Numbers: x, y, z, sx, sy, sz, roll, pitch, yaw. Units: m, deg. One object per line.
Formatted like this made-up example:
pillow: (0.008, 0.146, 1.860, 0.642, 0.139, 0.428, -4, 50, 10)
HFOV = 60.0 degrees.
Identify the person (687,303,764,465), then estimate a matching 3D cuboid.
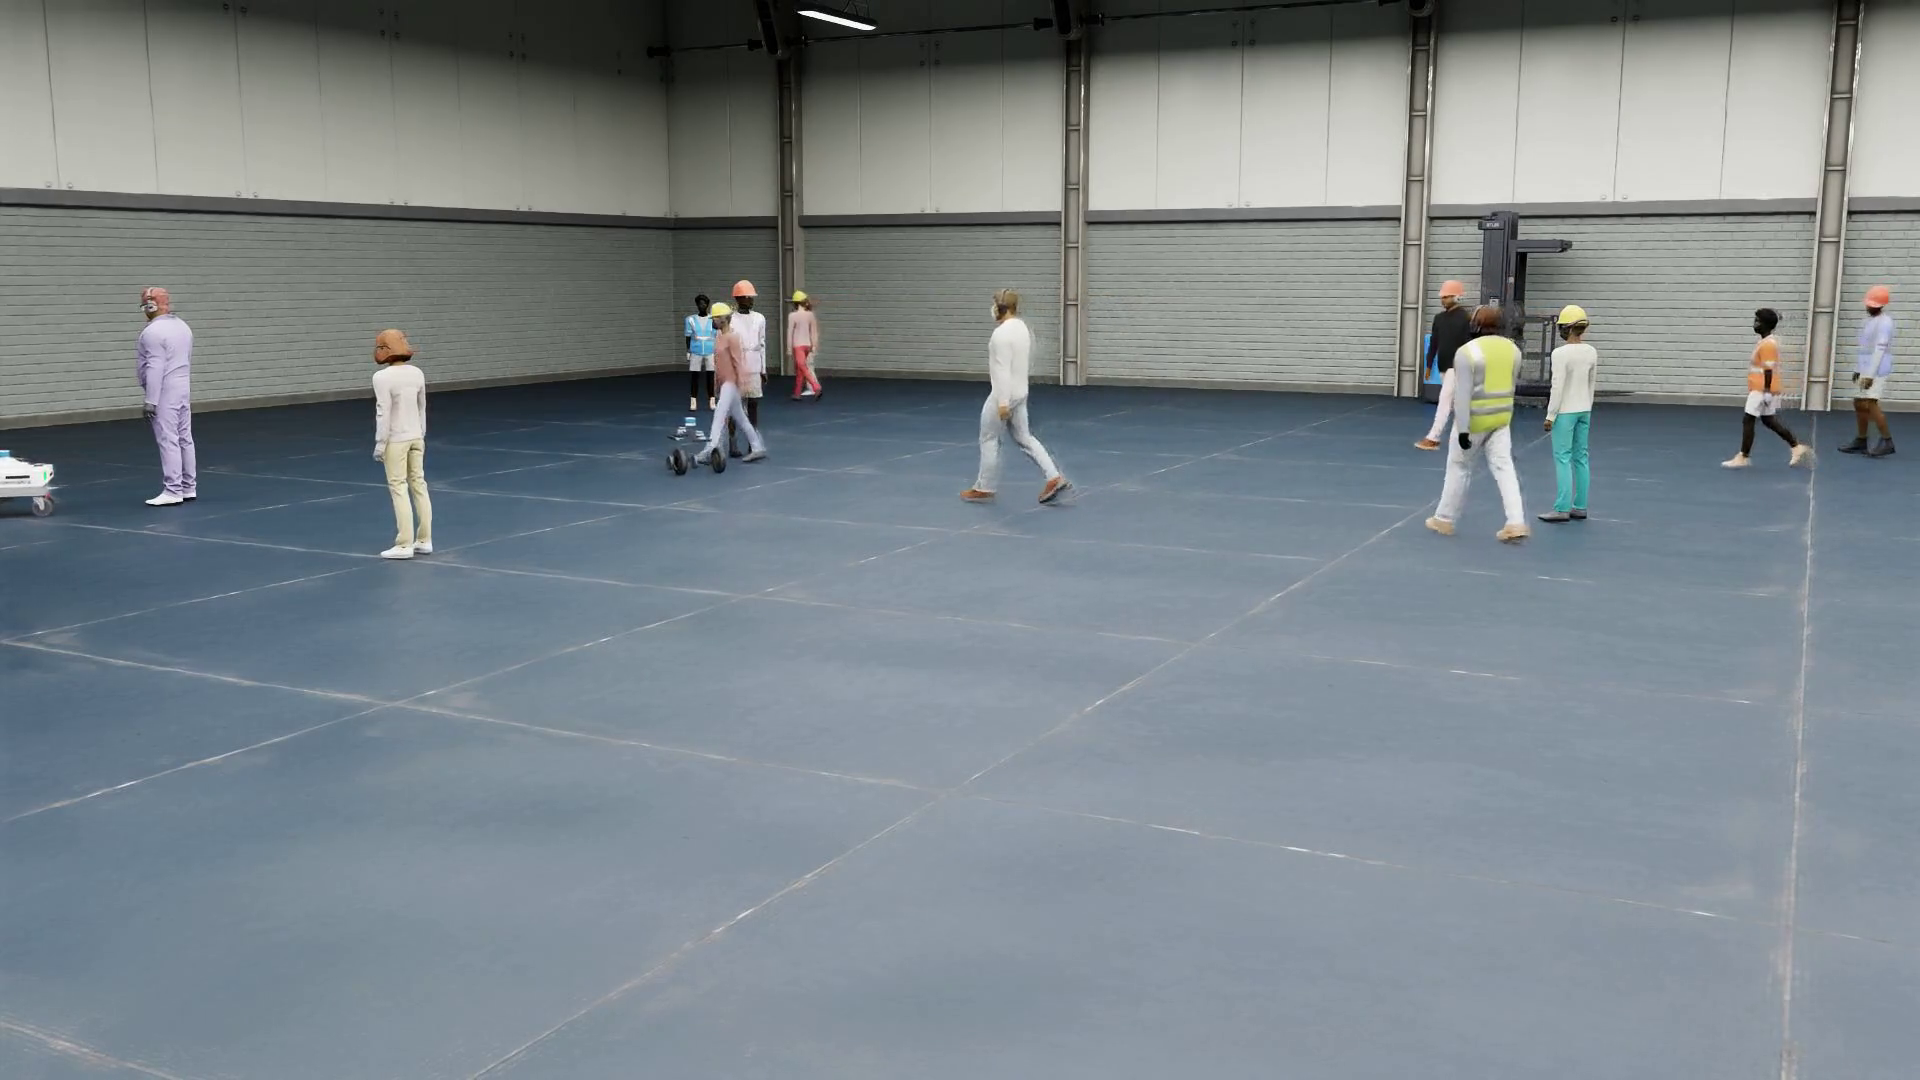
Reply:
person: (-2.489, -1.660, 17.674, 0.925, 1.706, 0.529, -5, 11, -29)

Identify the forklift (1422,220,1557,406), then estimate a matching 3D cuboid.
forklift: (8.245, -3.527, 25.720, 1.873, 2.768, 1.129, 5, 10, 27)

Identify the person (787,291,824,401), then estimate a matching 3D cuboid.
person: (-2.434, -3.041, 26.132, 0.826, 1.734, 0.527, 7, 11, 36)

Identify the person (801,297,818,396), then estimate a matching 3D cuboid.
person: (-2.518, -3.162, 27.209, 0.390, 1.610, 0.548, 0, 9, -3)

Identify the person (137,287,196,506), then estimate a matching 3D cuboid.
person: (-6.998, -1.261, 14.630, 0.407, 1.902, 0.638, 0, 9, 1)

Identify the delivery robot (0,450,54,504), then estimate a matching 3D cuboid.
delivery robot: (-8.032, -0.512, 13.985, 0.707, 0.478, 0.477, -3, 10, -20)

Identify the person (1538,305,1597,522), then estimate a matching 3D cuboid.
person: (4.988, -1.036, 13.655, 0.534, 1.767, 0.319, -6, 11, -33)

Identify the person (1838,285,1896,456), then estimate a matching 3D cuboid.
person: (10.164, -1.881, 18.501, 0.425, 1.890, 0.626, 2, 9, 10)

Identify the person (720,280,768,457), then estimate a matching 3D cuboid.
person: (-2.380, -1.899, 18.441, 0.552, 1.938, 0.356, -6, 11, -32)

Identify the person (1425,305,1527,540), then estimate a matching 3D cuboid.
person: (4.030, -0.903, 12.776, 0.630, 1.799, 0.972, -4, 10, -21)

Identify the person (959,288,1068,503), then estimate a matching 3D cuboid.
person: (0.487, -1.264, 14.667, 0.959, 1.904, 0.643, 4, 10, 24)

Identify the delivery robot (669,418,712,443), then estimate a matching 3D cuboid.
delivery robot: (-2.763, -1.141, 17.069, 0.335, 0.223, 0.698, -5, 11, -29)

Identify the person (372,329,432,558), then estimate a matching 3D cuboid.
person: (-4.015, -0.691, 11.932, 0.270, 1.631, 0.507, 3, 10, 21)

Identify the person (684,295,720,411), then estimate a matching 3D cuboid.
person: (-3.771, -2.747, 24.412, 0.530, 1.697, 0.322, -2, 9, -10)

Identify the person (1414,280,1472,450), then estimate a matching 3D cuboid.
person: (5.708, -2.034, 19.278, 1.036, 1.946, 0.646, -4, 10, -25)

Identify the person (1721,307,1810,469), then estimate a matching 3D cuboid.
person: (8.380, -1.559, 17.167, 0.765, 1.677, 0.538, 5, 10, 26)
